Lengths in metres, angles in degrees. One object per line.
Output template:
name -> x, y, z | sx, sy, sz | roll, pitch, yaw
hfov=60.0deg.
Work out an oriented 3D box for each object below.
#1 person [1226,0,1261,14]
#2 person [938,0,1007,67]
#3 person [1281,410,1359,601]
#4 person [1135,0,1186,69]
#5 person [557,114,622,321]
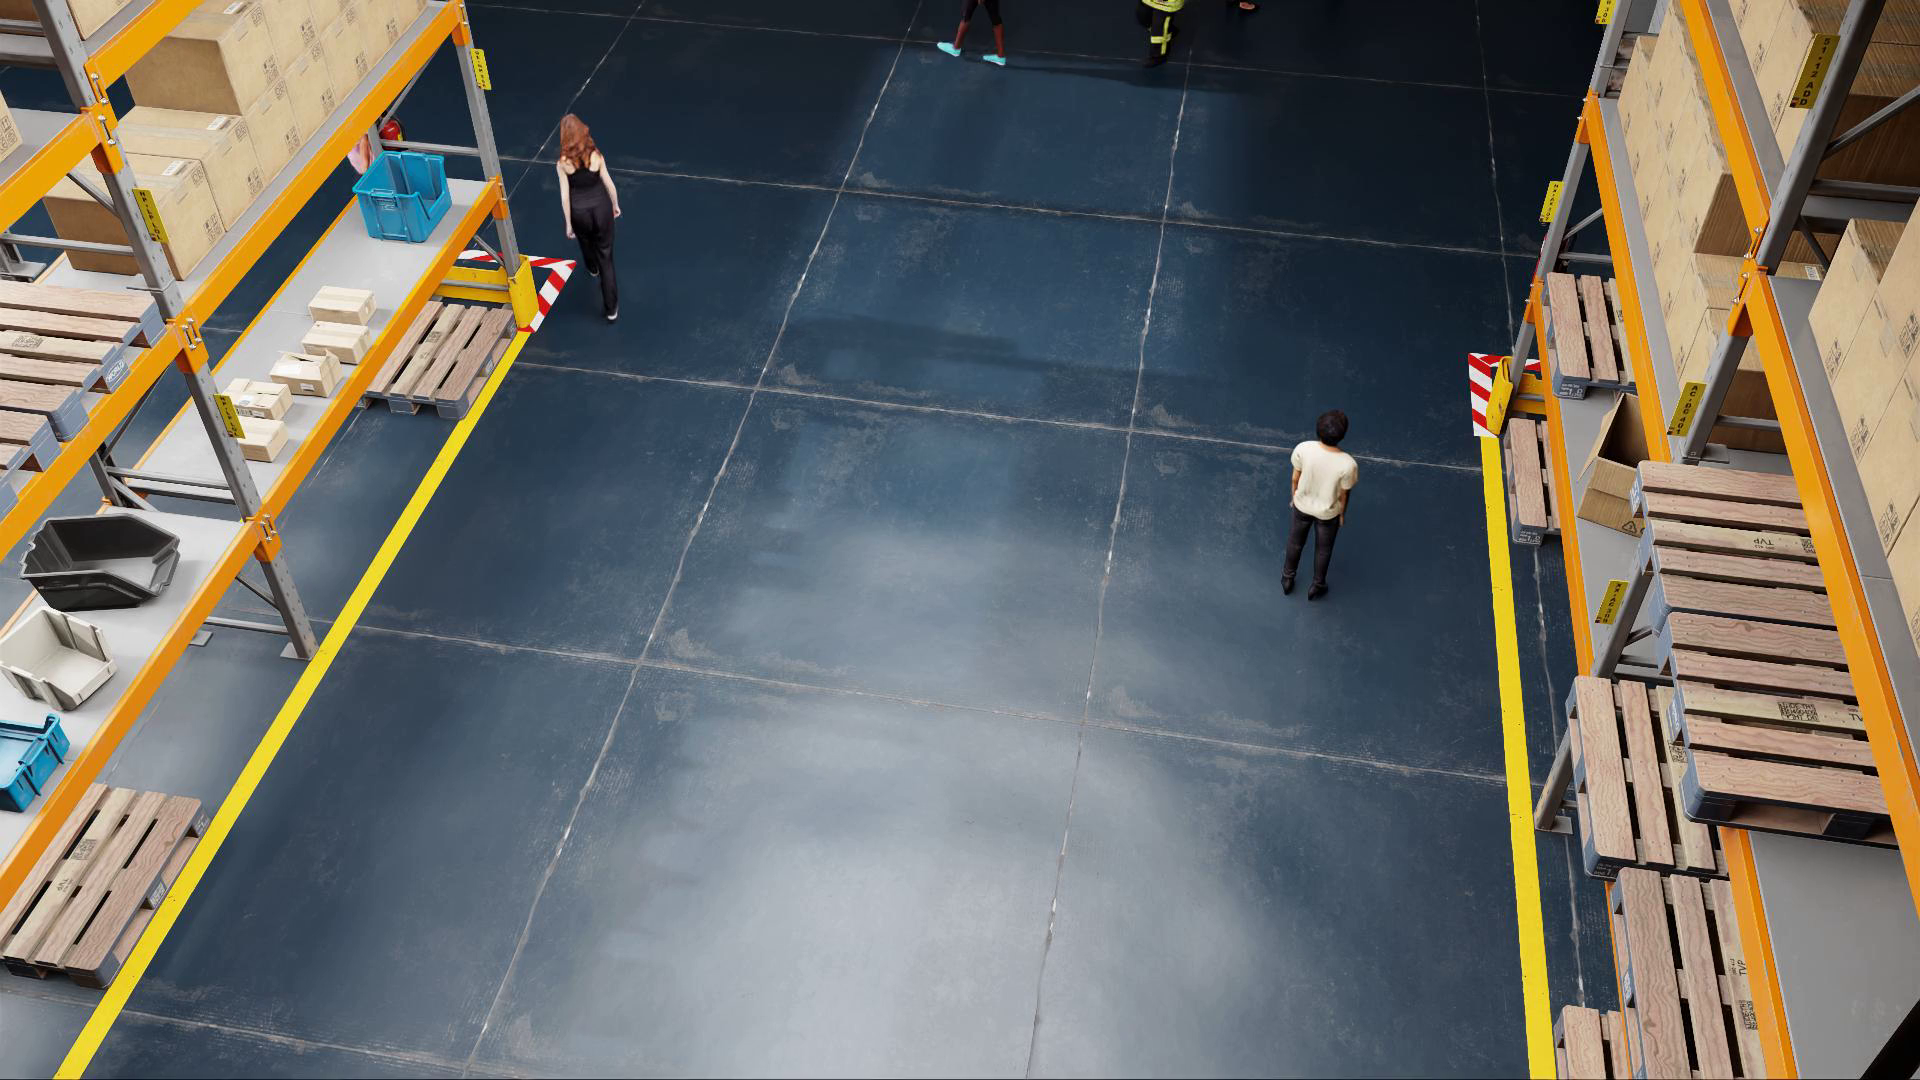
person -> 3.046, -6.443, 17.543 | 0.713, 1.721, 0.635 | -22, 48, -22
person -> 0.324, -5.546, 16.620 | 0.838, 1.697, 0.974 | 20, 47, 19
person -> 2.390, -0.226, 11.114 | 0.644, 1.588, 0.572 | 19, 47, 19
person -> 2.102, -5.631, 16.597 | 1.005, 1.850, 0.940 | -15, 46, -15
person -> -2.983, -2.567, 13.496 | 0.959, 1.692, 1.203 | -11, 45, -11
